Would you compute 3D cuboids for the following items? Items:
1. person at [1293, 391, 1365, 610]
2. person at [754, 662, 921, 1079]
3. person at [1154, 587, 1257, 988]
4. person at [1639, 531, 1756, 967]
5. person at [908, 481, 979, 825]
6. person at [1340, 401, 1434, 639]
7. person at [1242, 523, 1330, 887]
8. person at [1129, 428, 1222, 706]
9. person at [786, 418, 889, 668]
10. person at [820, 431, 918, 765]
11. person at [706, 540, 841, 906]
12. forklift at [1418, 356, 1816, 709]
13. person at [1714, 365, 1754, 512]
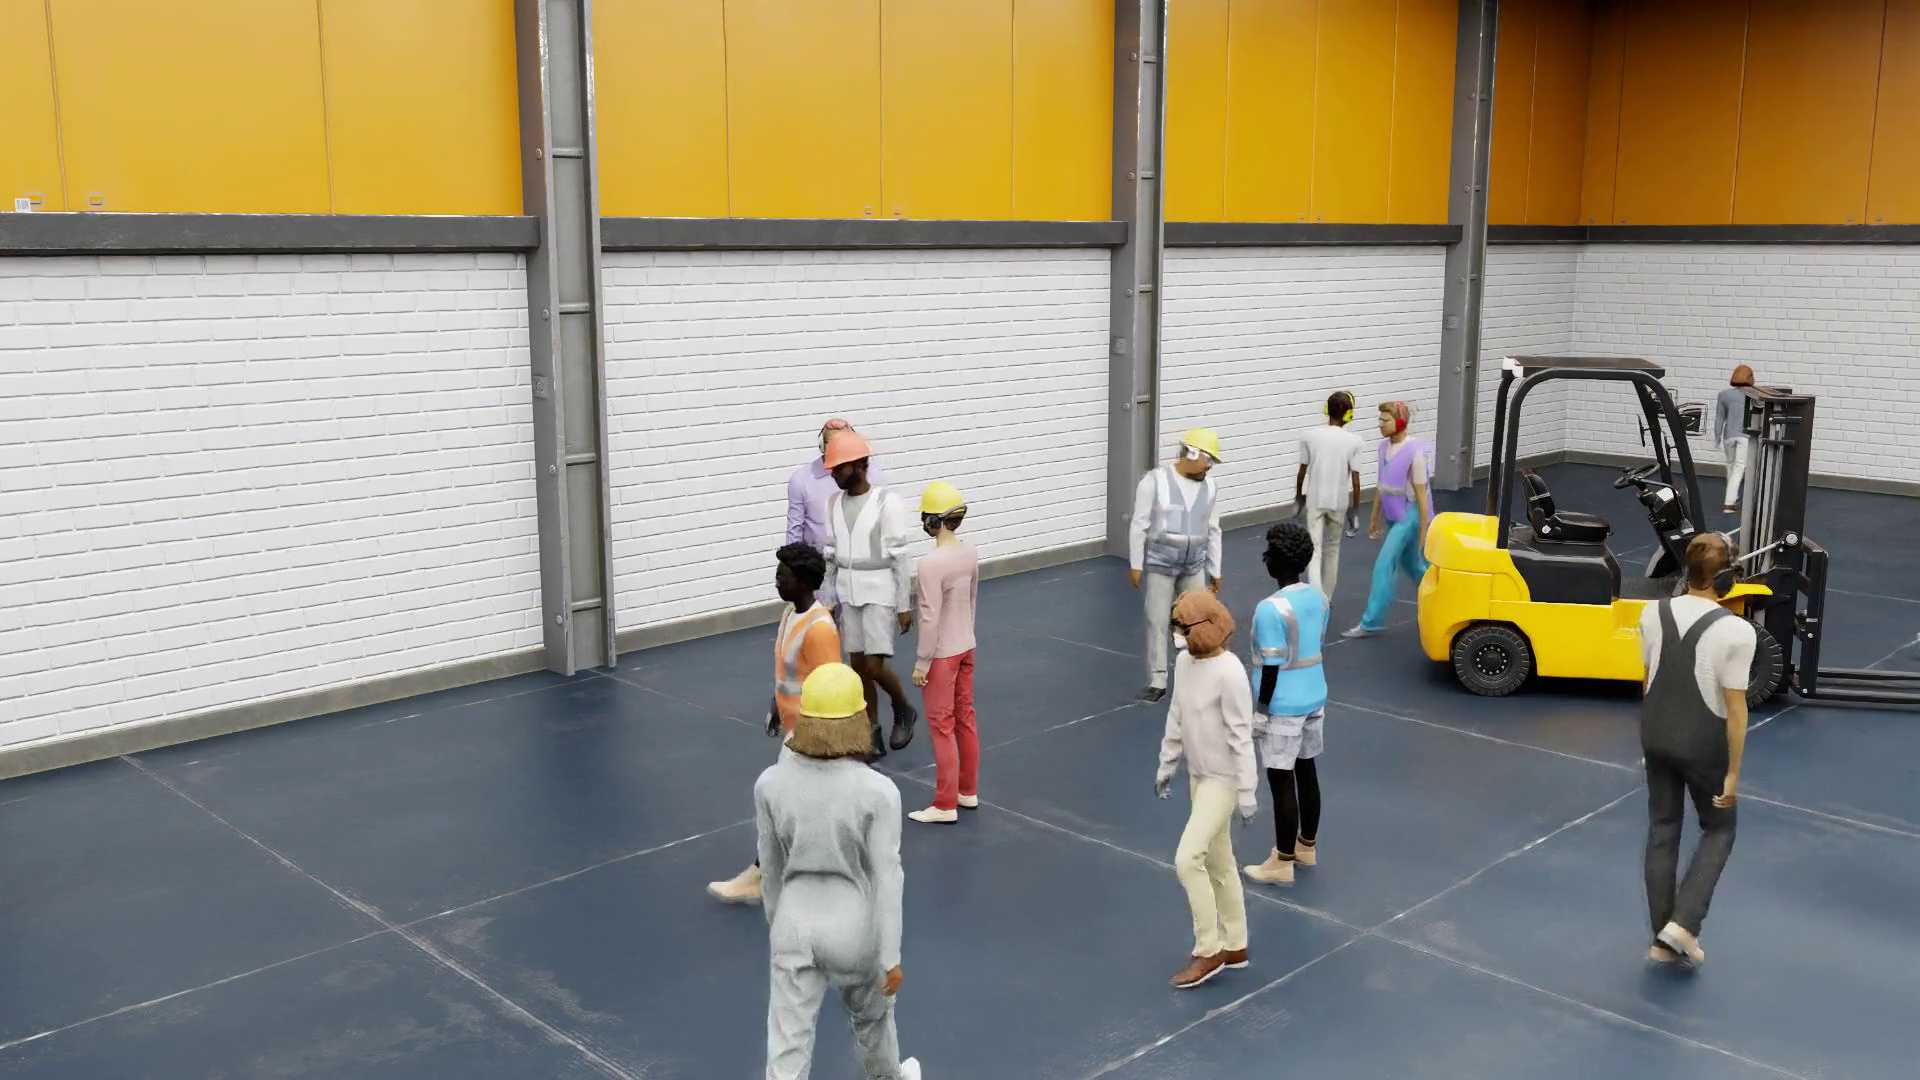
[{"bbox_3d":[2.857,-0.260,12.970,0.531,1.819,0.931,2,11,11],"label":"person"},{"bbox_3d":[-0.391,1.220,5.242,0.503,1.691,0.923,3,11,15],"label":"person"},{"bbox_3d":[0.960,0.988,6.708,0.539,1.609,0.537,-3,11,-16],"label":"person"},{"bbox_3d":[3.000,0.866,6.821,0.406,1.826,0.501,-9,13,-39],"label":"person"},{"bbox_3d":[-0.090,0.576,8.553,0.313,1.767,0.534,6,12,28],"label":"person"},{"bbox_3d":[3.360,-0.153,12.457,0.953,1.801,0.580,-2,11,-9],"label":"person"},{"bbox_3d":[1.519,0.761,7.729,0.321,1.696,0.536,8,13,39],"label":"person"},{"bbox_3d":[1.403,0.175,10.728,0.673,1.781,0.408,-4,11,-19],"label":"person"},{"bbox_3d":[-0.739,0.196,10.244,0.653,1.906,0.405,-2,11,-10],"label":"person"},{"bbox_3d":[-0.533,0.331,9.473,0.577,1.917,0.462,7,12,33],"label":"person"},{"bbox_3d":[-0.717,0.817,7.539,0.865,1.647,0.548,-3,11,-17],"label":"person"},{"bbox_3d":[4.276,-0.101,11.076,2.313,2.155,1.214,2,11,13],"label":"forklift"},{"bbox_3d":[8.575,-1.118,18.257,0.742,1.597,0.504,-9,13,-39],"label":"person"}]
